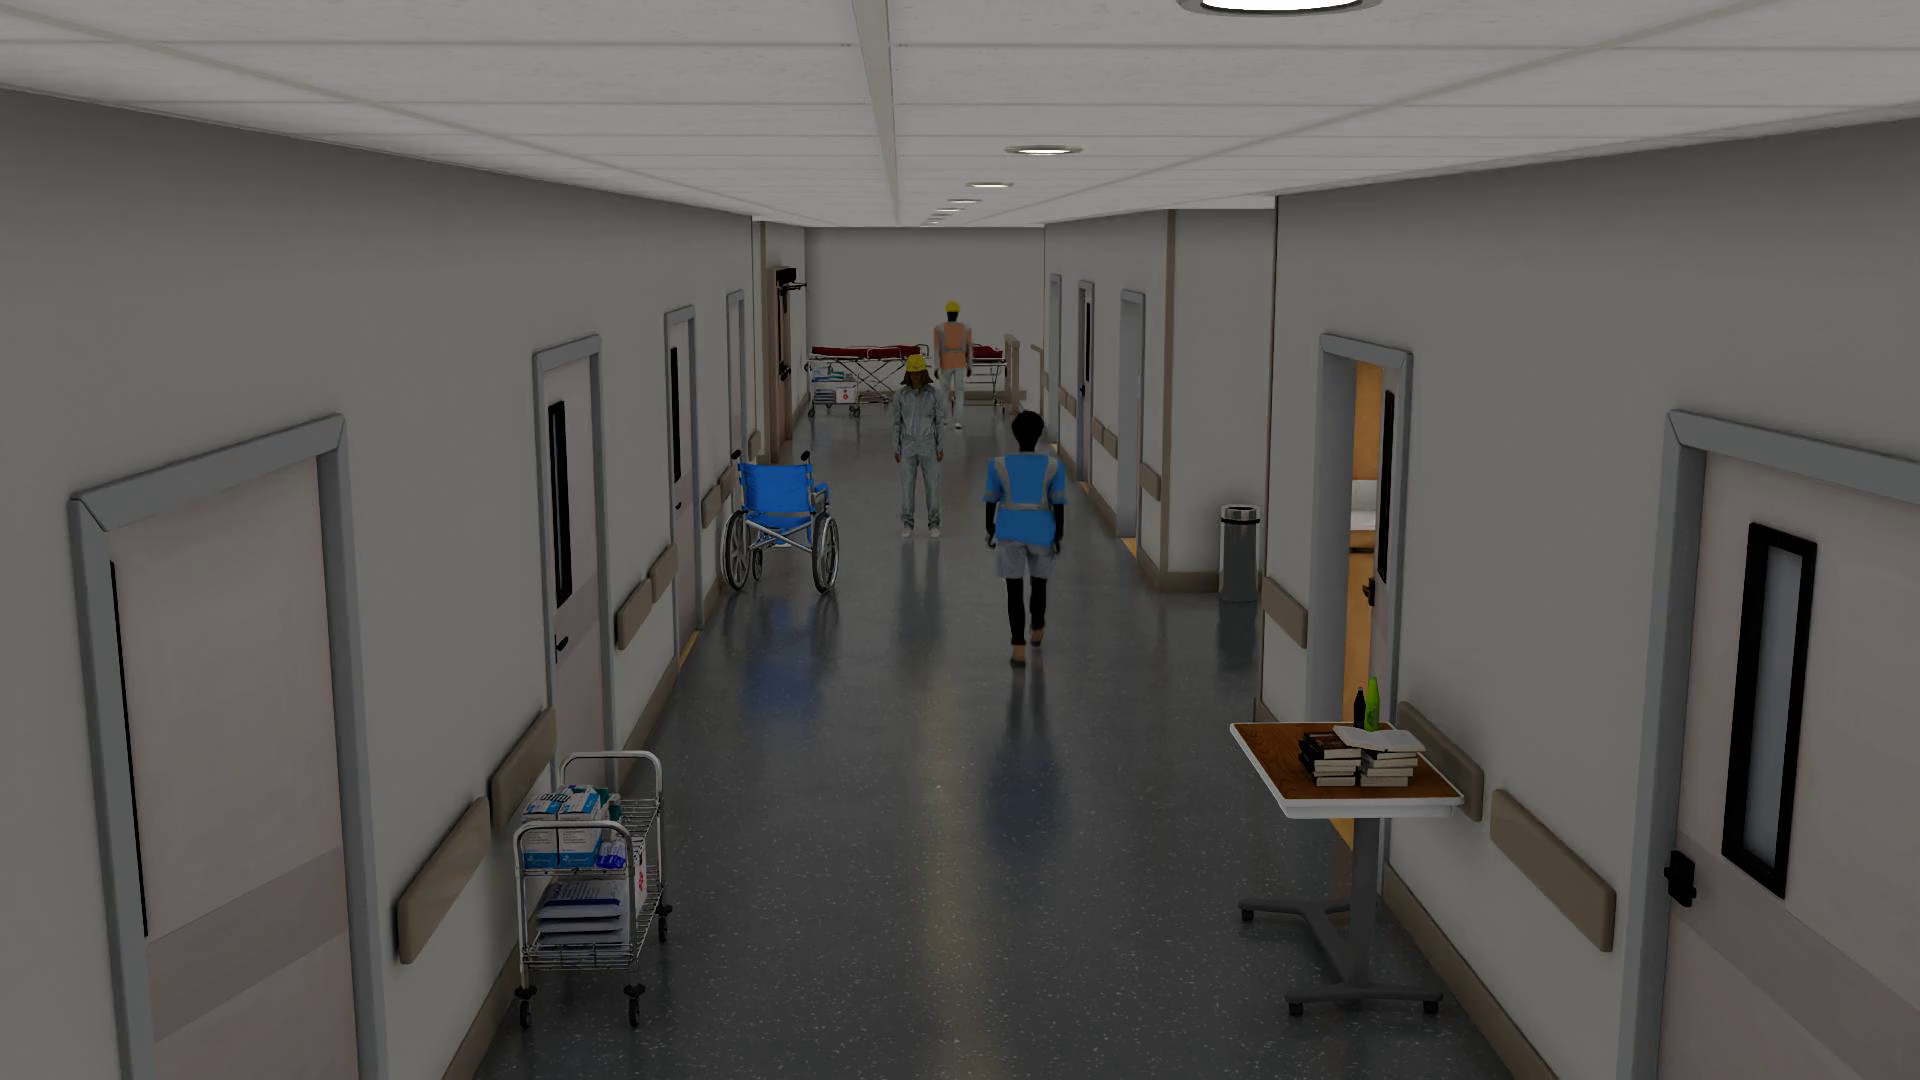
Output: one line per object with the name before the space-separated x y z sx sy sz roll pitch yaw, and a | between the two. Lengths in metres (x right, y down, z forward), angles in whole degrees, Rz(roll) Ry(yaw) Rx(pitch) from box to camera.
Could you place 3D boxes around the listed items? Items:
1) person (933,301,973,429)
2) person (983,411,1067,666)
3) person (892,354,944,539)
person | -0.112 -2.639 25.018 0.611 1.872 0.973 -1 10 -8
person | 0.432 -0.036 11.100 0.550 1.648 0.849 0 10 0
person | -0.390 -0.869 15.560 0.486 1.737 0.319 0 10 2
